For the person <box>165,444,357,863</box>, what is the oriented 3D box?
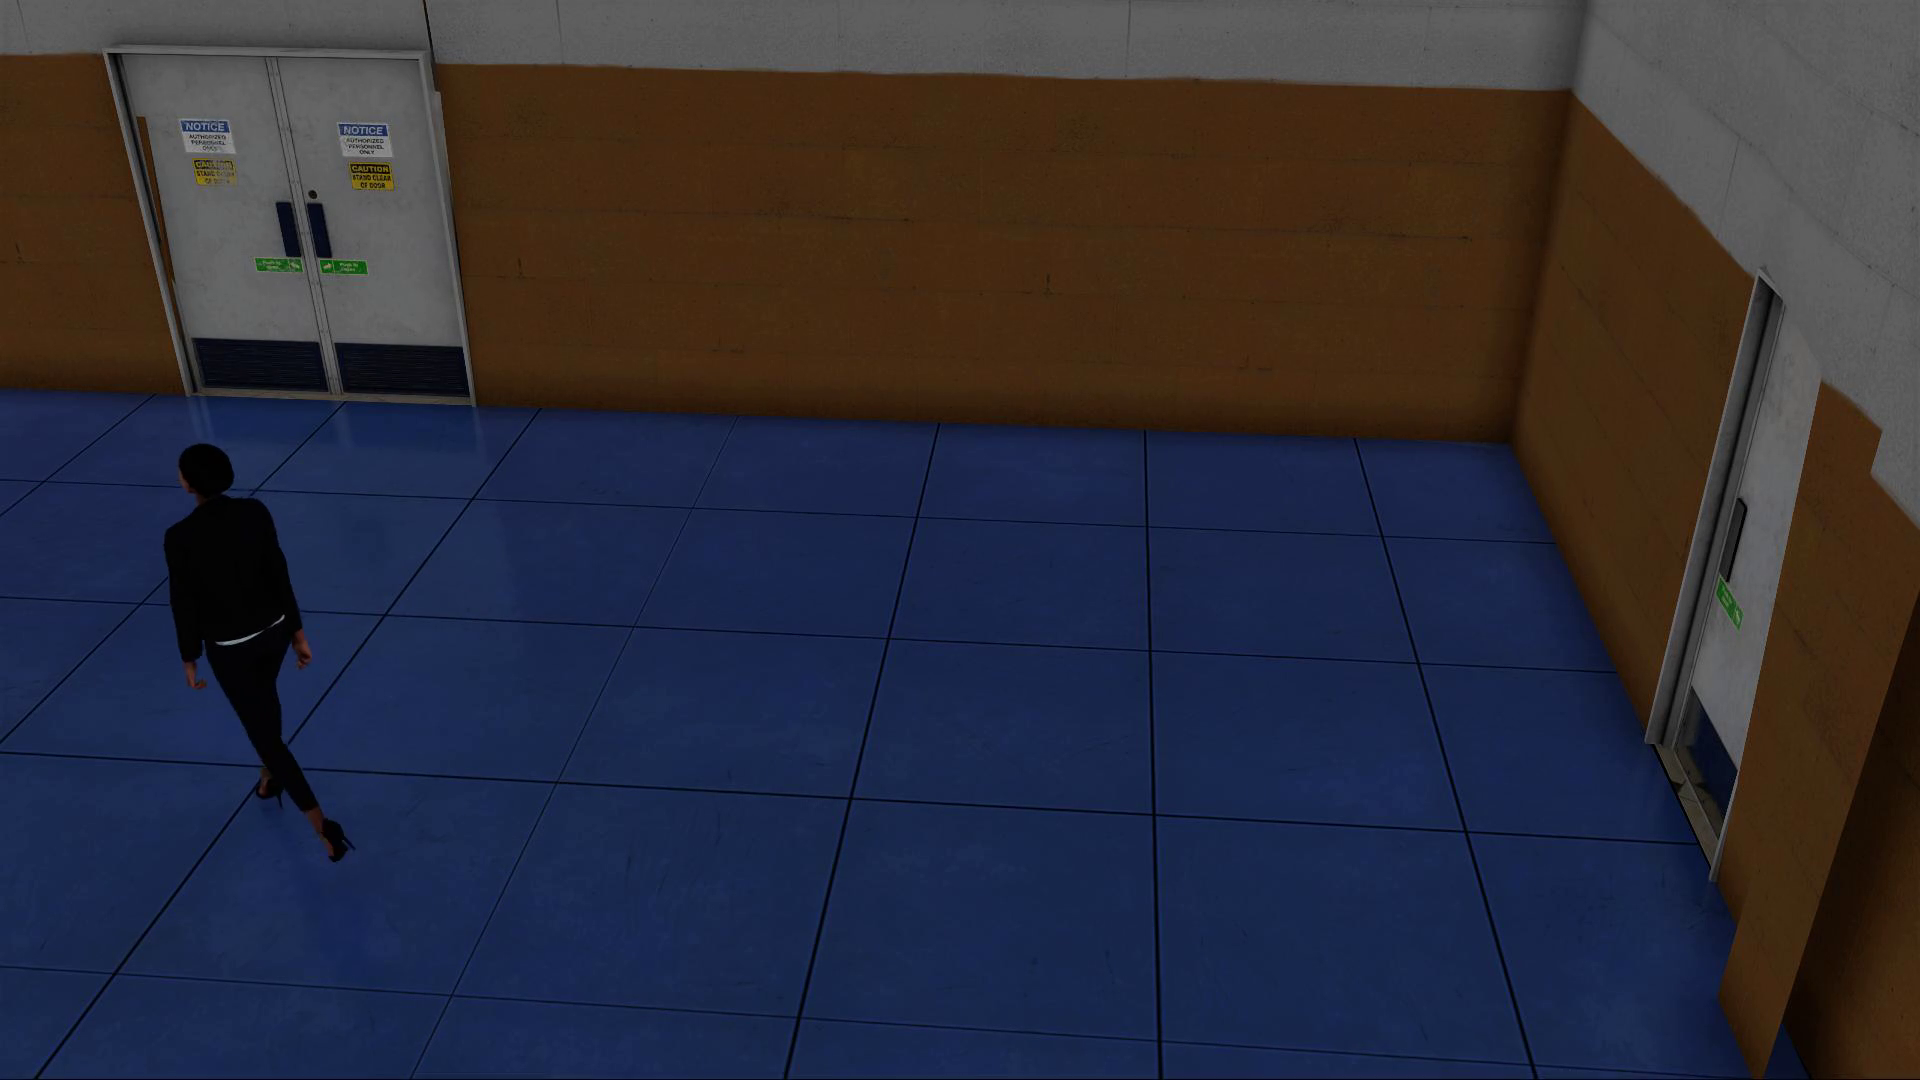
[{"bbox_3d":[-2.778,0.502,6.639,1.108,1.796,1.139,22,35,34],"label":"person"}]
